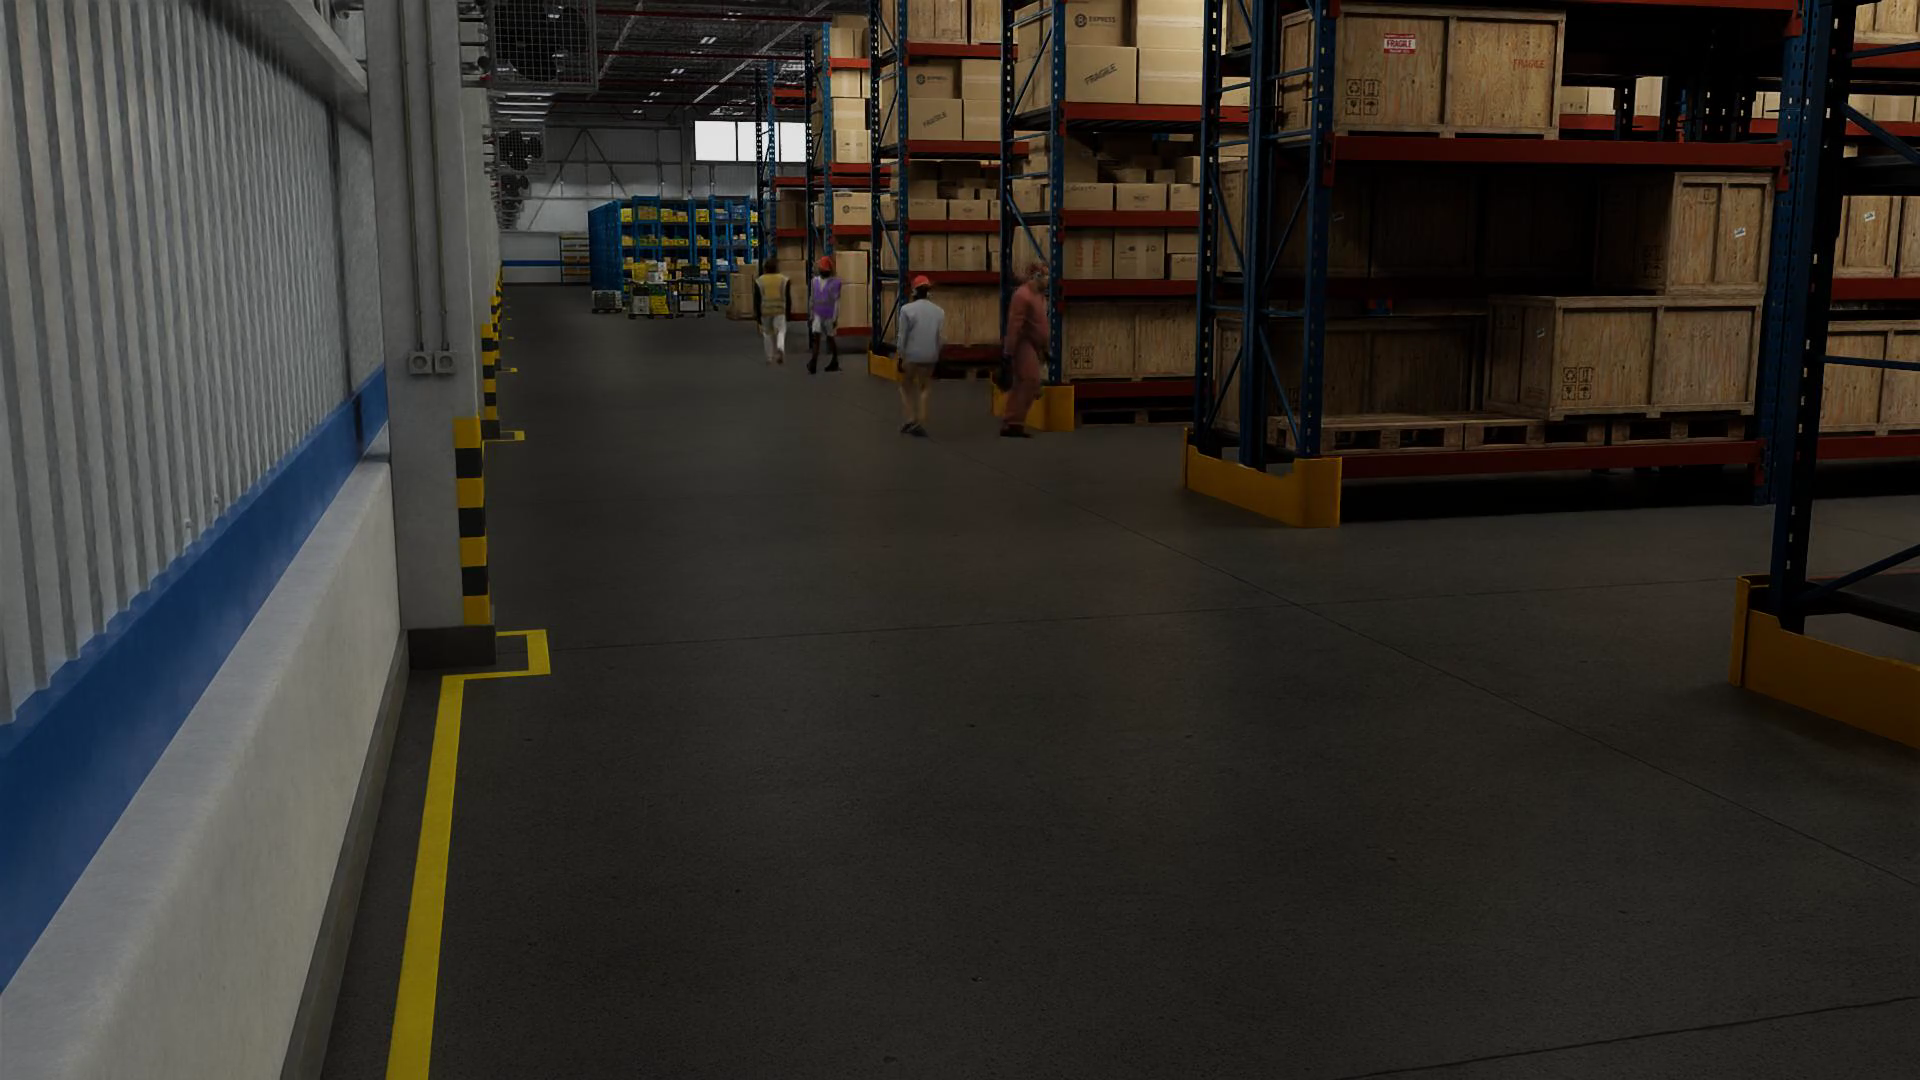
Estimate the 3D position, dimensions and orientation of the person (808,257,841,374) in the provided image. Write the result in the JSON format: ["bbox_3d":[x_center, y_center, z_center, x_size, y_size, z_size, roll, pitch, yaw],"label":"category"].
[{"bbox_3d":[-2.171,-3.593,26.632,0.610,1.867,1.011,4,11,20],"label":"person"}]

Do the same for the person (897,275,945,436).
[{"bbox_3d":[-0.438,-1.970,17.802,0.577,1.725,0.422,-5,11,-28],"label":"person"}]

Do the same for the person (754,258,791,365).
[{"bbox_3d":[-3.179,-3.865,28.237,0.640,1.827,0.621,-1,10,-7],"label":"person"}]

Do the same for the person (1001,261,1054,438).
[{"bbox_3d":[0.703,-2.012,17.624,0.569,1.874,0.645,3,10,16],"label":"person"}]
